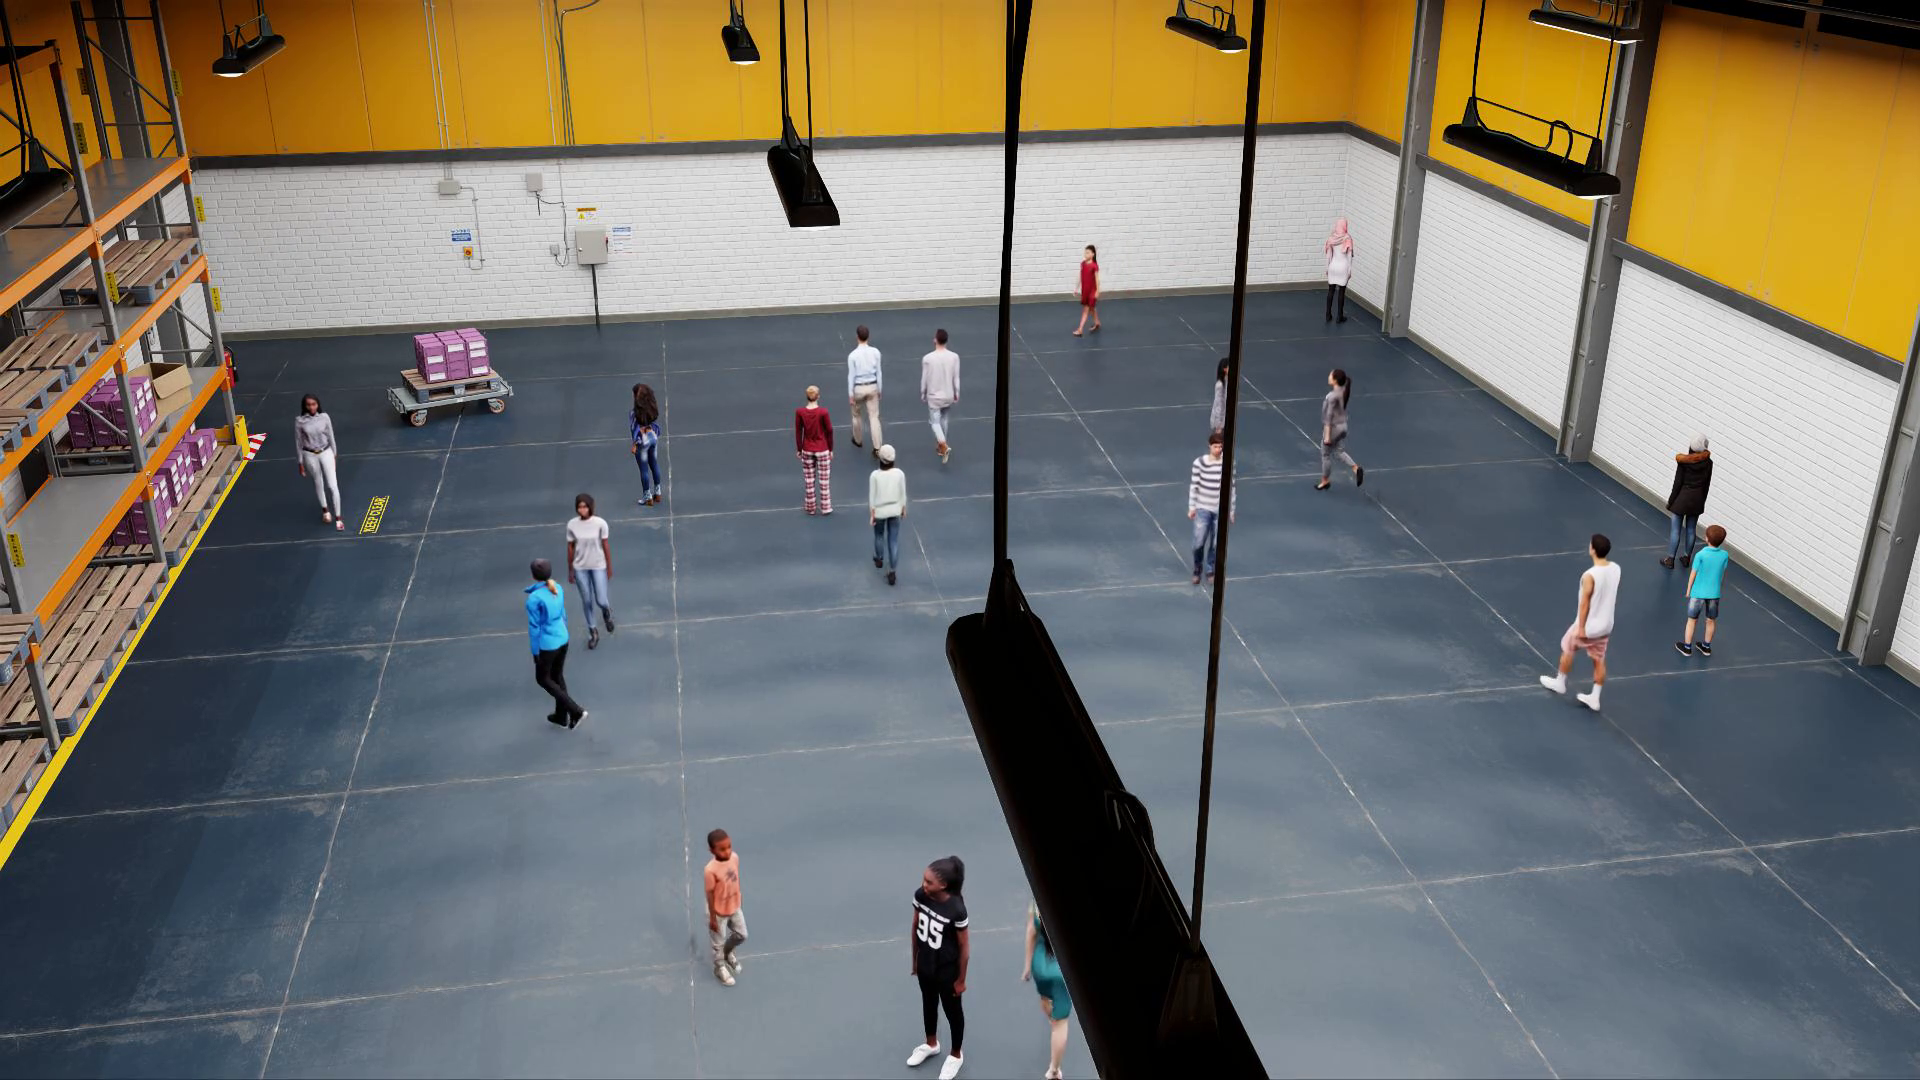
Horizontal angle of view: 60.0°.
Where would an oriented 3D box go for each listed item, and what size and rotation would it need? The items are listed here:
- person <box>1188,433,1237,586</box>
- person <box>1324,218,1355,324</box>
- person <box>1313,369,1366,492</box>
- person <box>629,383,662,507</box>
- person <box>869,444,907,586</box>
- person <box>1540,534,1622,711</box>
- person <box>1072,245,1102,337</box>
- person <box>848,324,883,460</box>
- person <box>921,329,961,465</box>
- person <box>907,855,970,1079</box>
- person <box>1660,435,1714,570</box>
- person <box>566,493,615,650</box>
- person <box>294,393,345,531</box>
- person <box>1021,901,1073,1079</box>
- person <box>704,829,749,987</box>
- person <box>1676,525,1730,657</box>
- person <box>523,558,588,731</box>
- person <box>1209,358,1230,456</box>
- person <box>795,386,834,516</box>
[{"bbox_3d":[2.843,-0.381,18.853,0.735,1.835,0.737,1,24,2],"label":"person"},{"bbox_3d":[6.528,-4.654,28.665,0.741,1.804,0.792,14,27,29],"label":"person"},{"bbox_3d":[4.878,-1.363,21.312,1.017,1.664,0.928,17,29,34],"label":"person"},{"bbox_3d":[-3.986,-1.232,21.074,0.746,1.614,0.689,16,28,32],"label":"person"},{"bbox_3d":[-0.808,-0.274,18.874,0.591,1.621,0.912,-5,24,-11],"label":"person"},{"bbox_3d":[6.209,0.840,16.154,0.747,1.758,0.958,-9,25,-19],"label":"person"},{"bbox_3d":[2.211,-4.216,28.029,0.992,1.511,1.055,-22,32,-40],"label":"person"},{"bbox_3d":[-1.259,-1.978,22.521,0.802,1.823,1.239,-8,25,-18],"label":"person"},{"bbox_3d":[-0.246,-1.914,22.383,0.769,1.815,1.099,-7,25,-15],"label":"person"},{"bbox_3d":[-0.135,2.921,11.428,0.688,1.731,0.759,17,29,34],"label":"person"},{"bbox_3d":[8.433,-0.456,19.275,0.647,1.634,0.629,-2,24,-4],"label":"person"},{"bbox_3d":[-3.878,0.285,17.483,0.646,1.712,0.728,0,24,-1],"label":"person"},{"bbox_3d":[-7.896,-1.007,20.457,0.696,1.697,0.983,-7,25,-16],"label":"person"},{"bbox_3d":[0.628,2.999,11.348,0.833,1.653,1.035,5,24,12],"label":"person"},{"bbox_3d":[-1.813,2.712,12.444,0.587,1.300,0.638,-19,30,-37],"label":"person"},{"bbox_3d":[7.761,0.517,17.278,0.545,1.450,0.530,0,24,1],"label":"person"},{"bbox_3d":[-3.791,1.027,15.704,0.965,1.777,0.905,16,28,32],"label":"person"},{"bbox_3d":[3.414,-1.546,21.647,0.753,1.732,0.673,13,27,27],"label":"person"},{"bbox_3d":[-1.806,-1.130,20.738,0.666,1.697,0.600,3,24,7],"label":"person"}]
